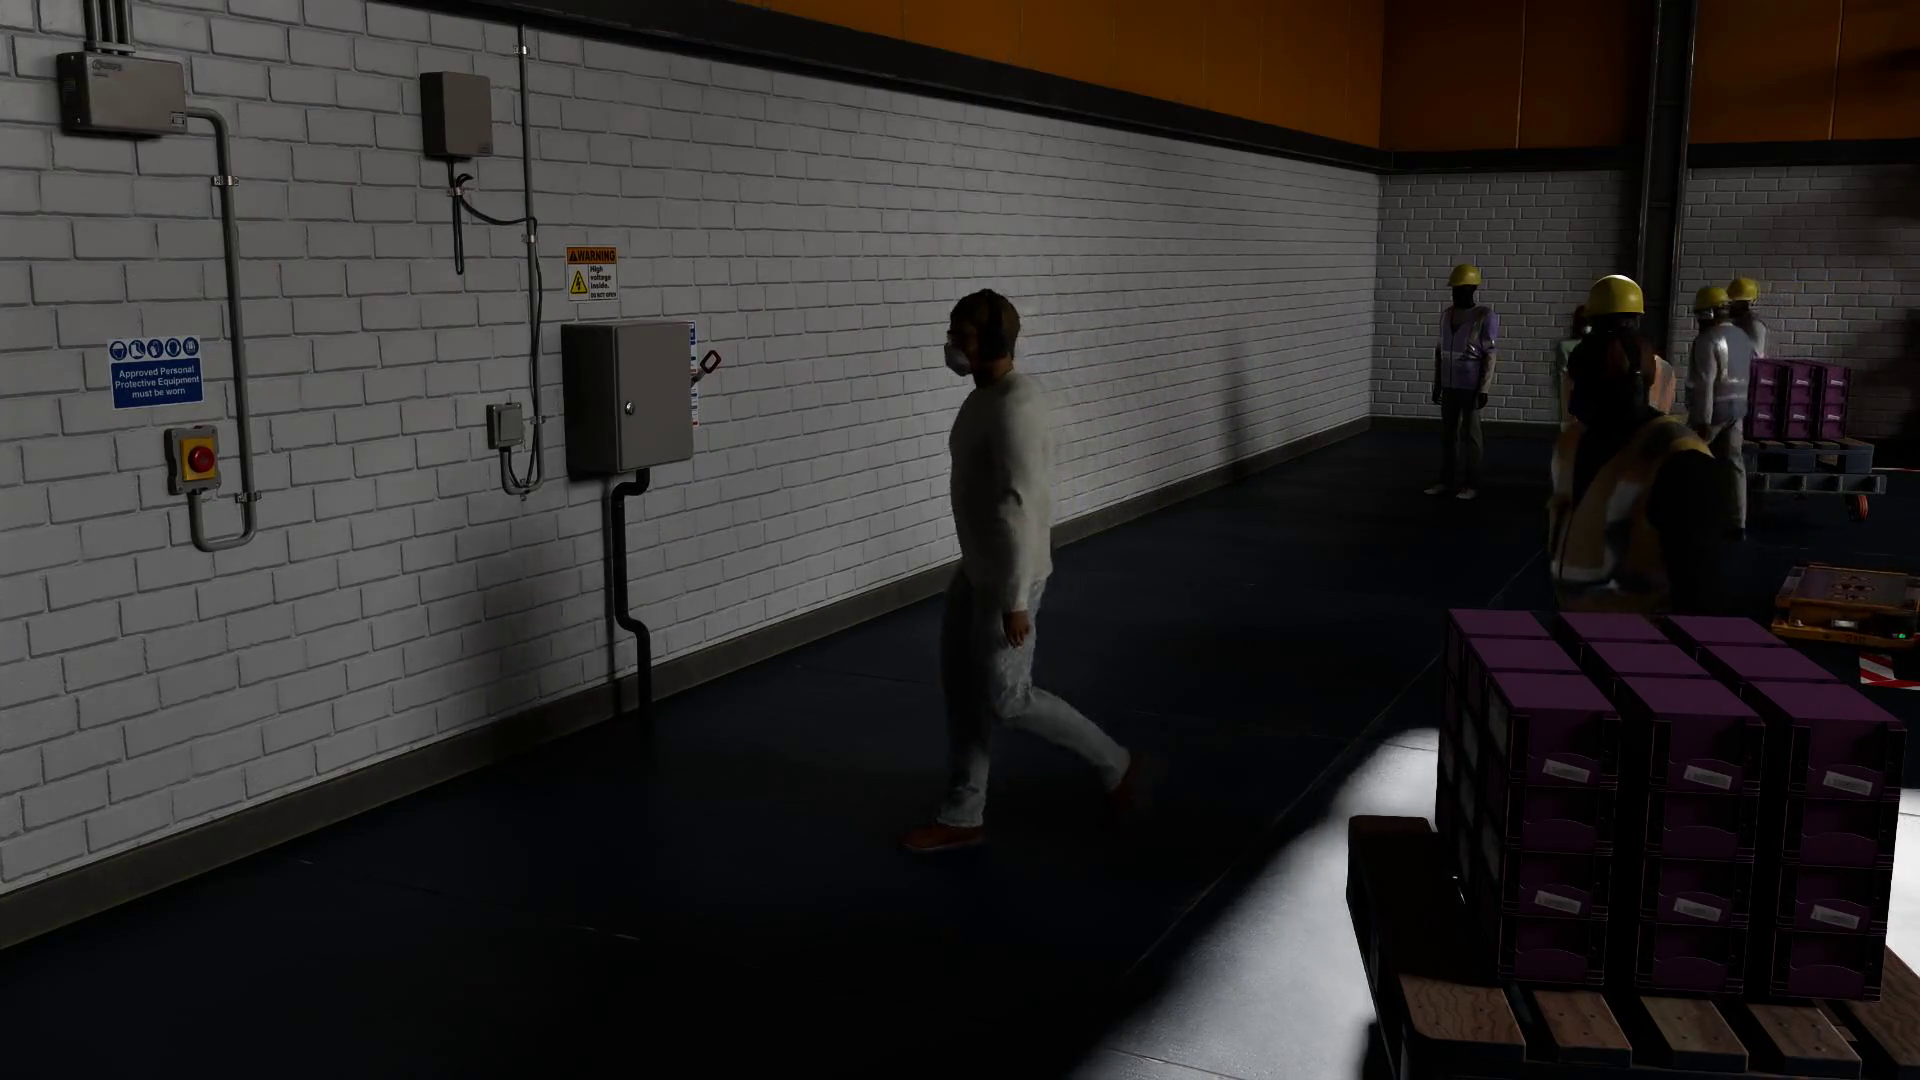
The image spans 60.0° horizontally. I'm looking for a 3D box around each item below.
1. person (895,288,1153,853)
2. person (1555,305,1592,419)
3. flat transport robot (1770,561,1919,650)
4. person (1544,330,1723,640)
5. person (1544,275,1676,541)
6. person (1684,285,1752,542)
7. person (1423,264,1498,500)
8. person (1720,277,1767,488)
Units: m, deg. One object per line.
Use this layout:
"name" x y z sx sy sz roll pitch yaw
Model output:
"person" 0.212 0.125 5.541 0.792 1.917 0.634 -2 10 -9
"person" 5.071 -1.106 13.543 0.510 1.608 0.440 0 10 -2
"flat transport robot" 4.841 0.337 9.039 0.652 0.197 1.431 6 11 31
"person" 1.943 0.287 4.927 0.729 1.803 0.631 -1 10 -7
"person" 2.792 -0.175 7.216 0.592 1.926 0.366 -5 11 -25
"person" 5.286 -0.914 11.885 0.599 1.782 0.906 -6 11 -30
"person" 4.130 -1.296 13.706 0.369 1.927 0.588 -6 12 -32
"person" 6.615 -1.326 14.208 0.512 1.810 0.666 2 10 12
